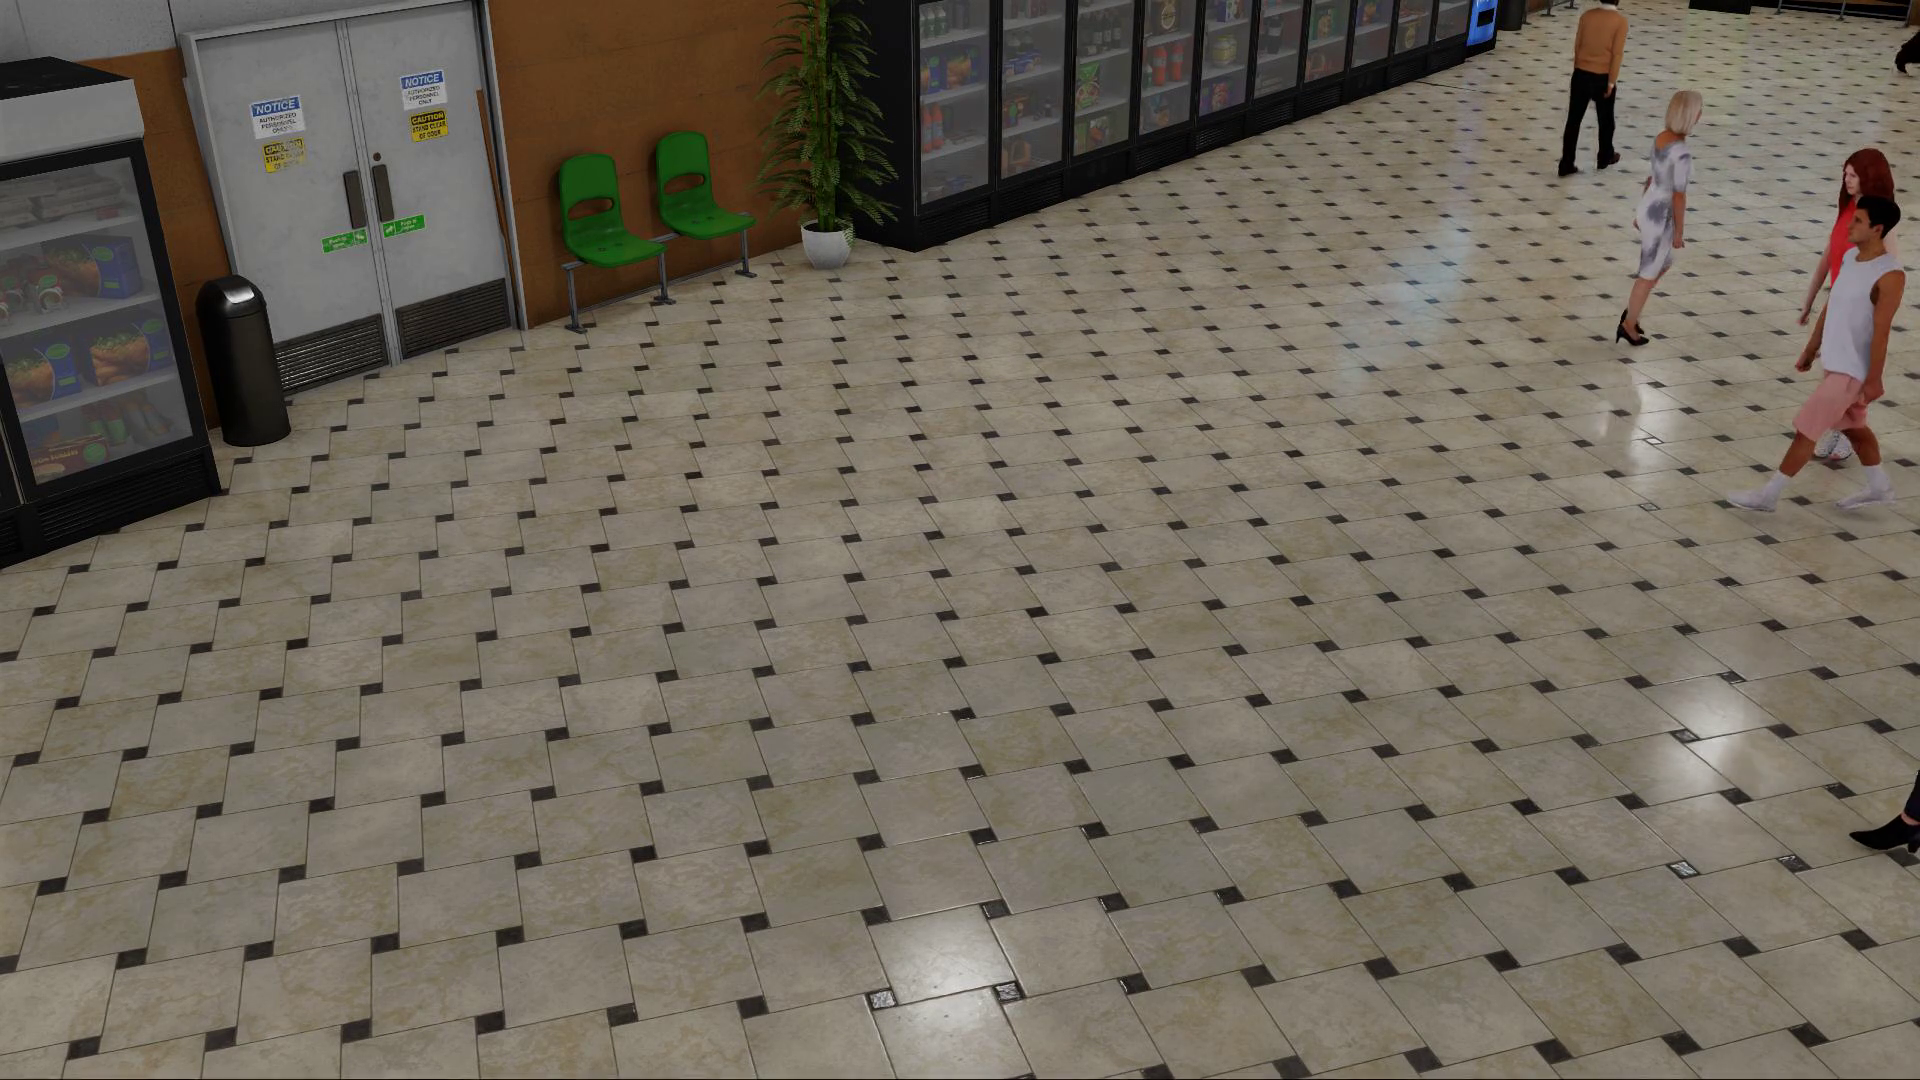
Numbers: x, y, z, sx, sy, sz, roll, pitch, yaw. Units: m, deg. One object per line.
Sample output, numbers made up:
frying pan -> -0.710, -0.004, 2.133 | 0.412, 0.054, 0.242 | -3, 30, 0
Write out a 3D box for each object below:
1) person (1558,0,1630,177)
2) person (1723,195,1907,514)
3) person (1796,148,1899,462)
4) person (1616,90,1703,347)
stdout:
person -> 5.741, -4.179, 15.197 | 0.936, 1.723, 0.742 | 22, 34, 37
person -> 4.749, -0.900, 8.711 | 1.233, 1.742, 1.046 | 4, 27, 7
person -> 5.152, -1.308, 9.448 | 0.819, 1.802, 0.754 | -6, 27, -11
person -> 4.604, -2.130, 11.143 | 0.749, 1.737, 0.697 | -1, 27, -1
